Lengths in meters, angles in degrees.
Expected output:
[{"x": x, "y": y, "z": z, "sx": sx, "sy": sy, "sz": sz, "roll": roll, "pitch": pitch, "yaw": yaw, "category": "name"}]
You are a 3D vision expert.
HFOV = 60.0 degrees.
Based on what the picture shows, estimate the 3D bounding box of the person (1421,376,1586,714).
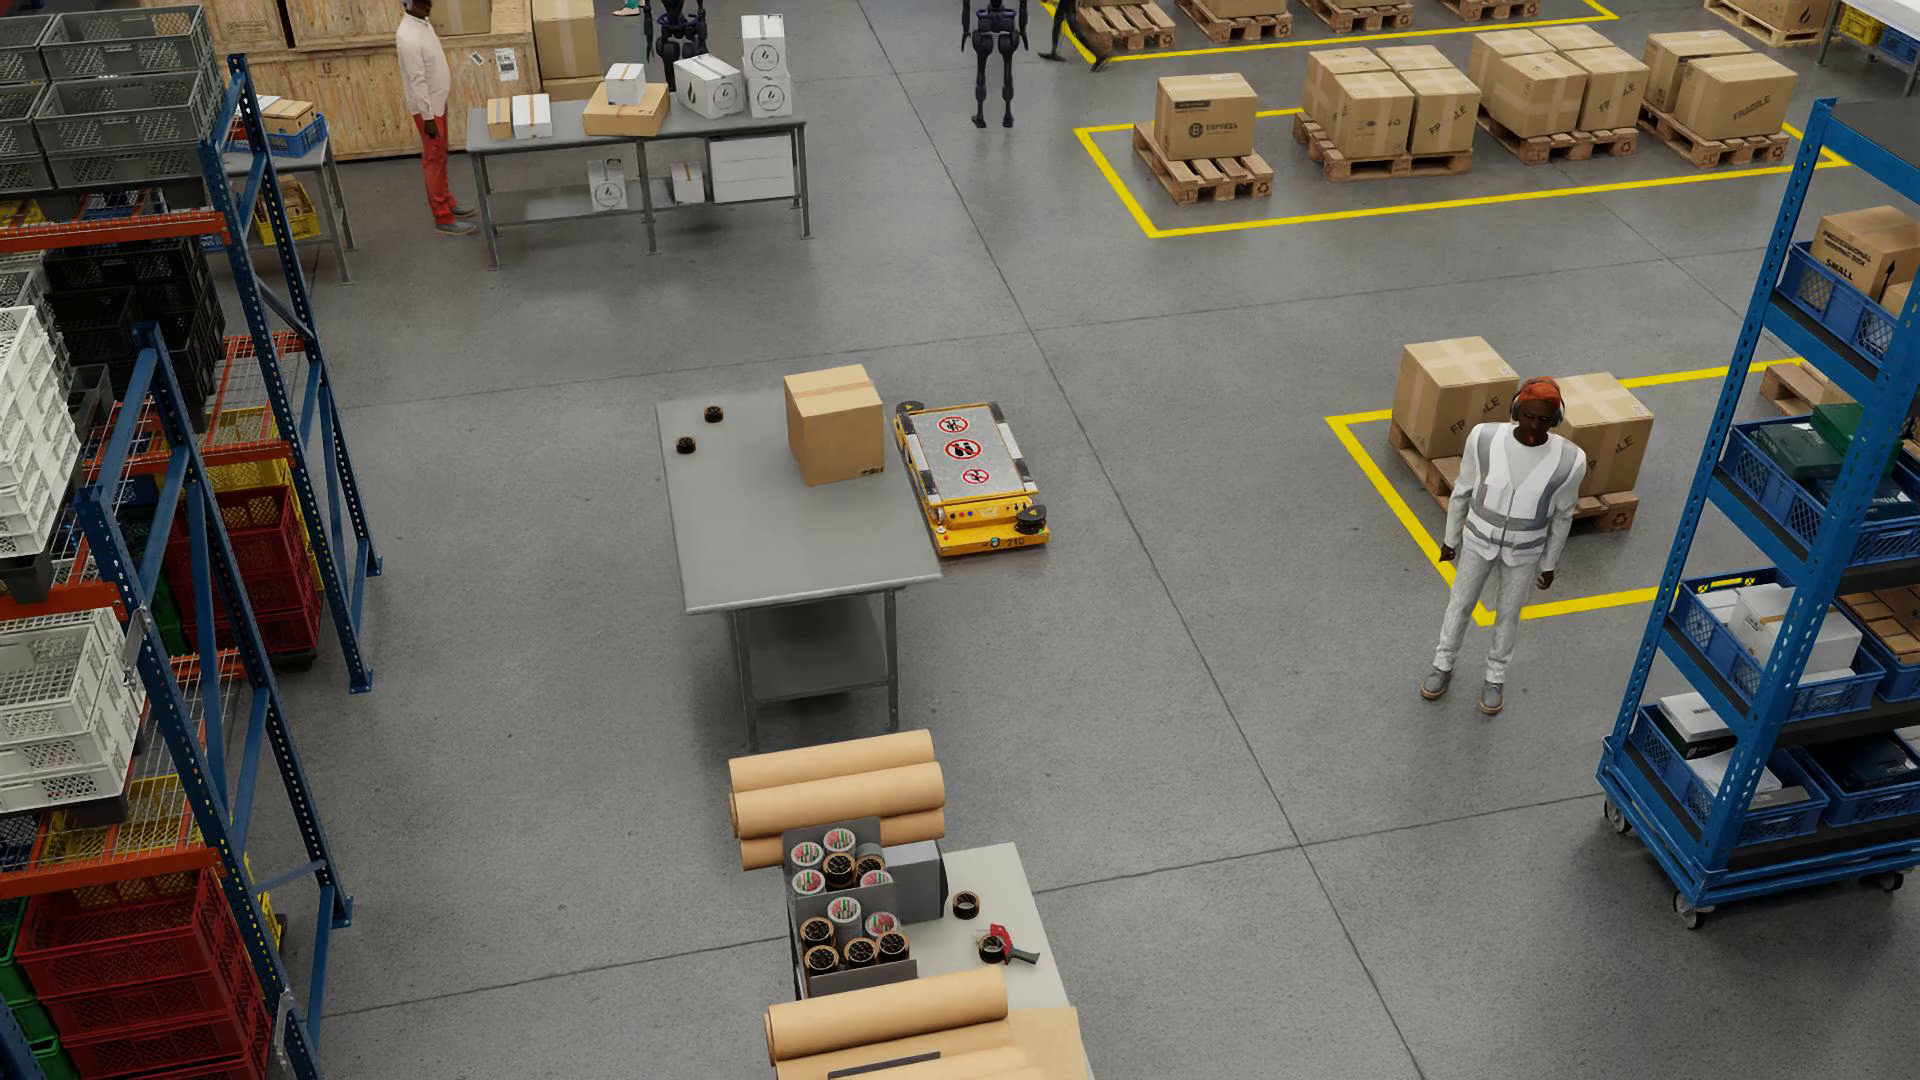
[{"x": 2.654, "y": 0.034, "z": 8.155, "sx": 0.573, "sy": 1.884, "sz": 0.356, "roll": 15, "pitch": 39, "yaw": 19, "category": "person"}]

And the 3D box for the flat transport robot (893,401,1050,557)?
[{"x": 0.046, "y": -0.430, "z": 10.108, "sx": 0.652, "sy": 0.197, "sz": 1.431, "roll": -8, "pitch": 37, "yaw": -10, "category": "flat transport robot"}]

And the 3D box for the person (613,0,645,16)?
[{"x": -3.386, "y": -6.114, "z": 16.515, "sx": 0.327, "sy": 1.768, "sz": 0.525, "roll": 9, "pitch": 38, "yaw": 12, "category": "person"}]

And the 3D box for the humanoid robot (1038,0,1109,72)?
[{"x": 1.080, "y": -5.187, "z": 15.375, "sx": 0.705, "sy": 1.636, "sz": 0.639, "roll": 14, "pitch": 39, "yaw": 18, "category": "humanoid robot"}]

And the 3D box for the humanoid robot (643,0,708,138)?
[{"x": -2.393, "y": -4.226, "z": 14.050, "sx": 0.571, "sy": 1.652, "sz": 0.313, "roll": 8, "pitch": 37, "yaw": 10, "category": "humanoid robot"}]

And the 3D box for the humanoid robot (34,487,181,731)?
[{"x": -4.162, "y": 0.308, "z": 7.960, "sx": 0.579, "sy": 1.655, "sz": 0.333, "roll": -28, "pitch": 45, "yaw": -33, "category": "humanoid robot"}]

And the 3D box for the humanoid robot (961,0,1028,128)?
[{"x": 0.299, "y": -4.371, "z": 14.242, "sx": 0.581, "sy": 1.653, "sz": 0.318, "roll": -2, "pitch": 37, "yaw": -3, "category": "humanoid robot"}]

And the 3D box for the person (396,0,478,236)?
[{"x": -3.970, "y": -3.288, "z": 12.531, "sx": 0.389, "sy": 1.991, "sz": 0.610, "roll": -5, "pitch": 37, "yaw": -6, "category": "person"}]
